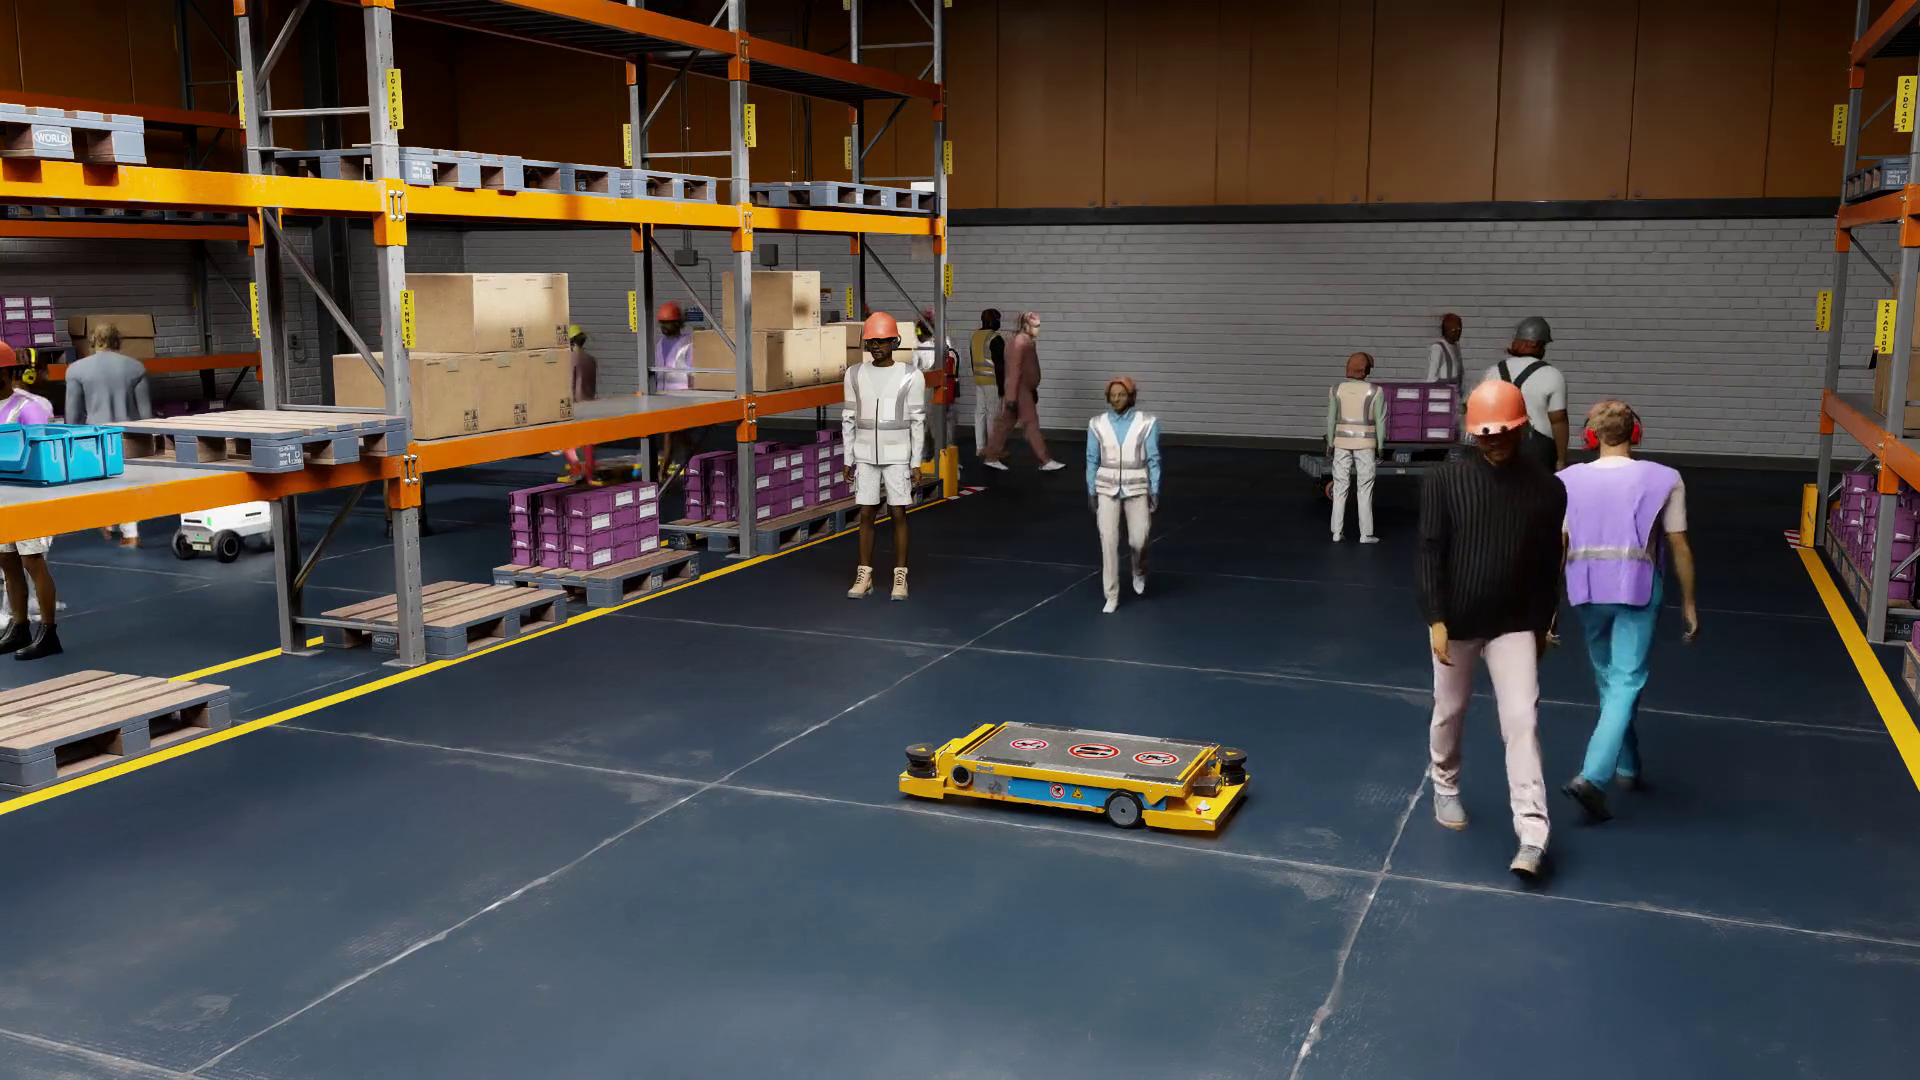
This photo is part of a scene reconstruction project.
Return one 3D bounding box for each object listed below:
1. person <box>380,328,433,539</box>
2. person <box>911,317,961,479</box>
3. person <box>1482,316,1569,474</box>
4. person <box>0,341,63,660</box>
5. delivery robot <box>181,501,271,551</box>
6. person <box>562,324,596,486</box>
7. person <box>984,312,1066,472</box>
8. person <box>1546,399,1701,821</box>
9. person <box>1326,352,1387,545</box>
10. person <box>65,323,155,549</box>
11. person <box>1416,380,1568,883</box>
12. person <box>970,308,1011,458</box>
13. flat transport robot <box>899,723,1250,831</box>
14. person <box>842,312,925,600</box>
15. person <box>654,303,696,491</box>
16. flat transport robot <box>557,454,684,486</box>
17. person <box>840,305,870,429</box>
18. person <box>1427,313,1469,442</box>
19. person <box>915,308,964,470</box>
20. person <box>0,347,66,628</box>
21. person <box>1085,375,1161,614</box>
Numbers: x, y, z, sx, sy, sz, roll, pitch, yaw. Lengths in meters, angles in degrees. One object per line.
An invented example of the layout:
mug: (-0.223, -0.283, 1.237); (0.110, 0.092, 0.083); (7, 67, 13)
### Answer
person: (-4.873, -0.974, 14.452); (0.543, 1.939, 0.360); (-3, 10, -15)
person: (-0.355, -1.555, 18.393); (0.998, 1.809, 0.486); (7, 11, 35)
person: (4.217, -0.700, 12.484); (0.894, 2.000, 0.687); (-7, 12, -37)
person: (-5.722, -0.238, 10.001); (0.552, 1.935, 0.373); (4, 10, 25)
delivery robot: (-5.953, -0.172, 13.495); (0.477, 0.478, 0.707); (3, 10, 20)
person: (-4.060, -1.405, 17.629); (0.444, 1.742, 0.541); (5, 11, 27)
person: (0.723, -1.684, 19.071); (0.968, 1.841, 0.722); (1, 9, 5)
person: (2.855, 0.290, 7.264); (0.650, 1.793, 0.903); (6, 11, 33)
person: (3.371, -0.777, 14.164); (0.523, 1.638, 0.310); (6, 11, 33)
person: (-7.191, -0.878, 14.058); (0.641, 1.876, 0.990); (-9, 13, -44)
person: (2.115, 0.327, 6.652); (0.597, 1.916, 1.074); (1, 9, 7)
person: (0.381, -1.936, 20.581); (0.429, 1.844, 0.626); (-6, 11, -31)
flat transport robot: (0.512, 1.023, 7.392); (1.431, 0.197, 0.652); (4, 10, 22)
person: (-0.550, -0.585, 11.783); (0.605, 2.044, 0.374); (2, 10, 12)
person: (-2.986, -1.451, 17.202); (0.629, 1.987, 1.037); (7, 12, 35)
flat transport robot: (-3.696, -0.775, 18.287); (0.652, 0.197, 1.431); (5, 11, 29)
person: (-1.328, -2.105, 21.455); (0.550, 1.884, 0.982); (-8, 13, -41)
person: (5.199, -1.477, 17.715); (0.536, 1.865, 0.666); (6, 11, 32)
person: (-0.266, -1.720, 19.139); (0.650, 1.878, 0.719); (8, 12, 40)
person: (-6.146, -0.358, 11.047); (0.524, 1.829, 0.746); (4, 10, 23)
person: (1.126, -0.326, 11.452); (0.525, 1.627, 0.488); (2, 10, 13)
